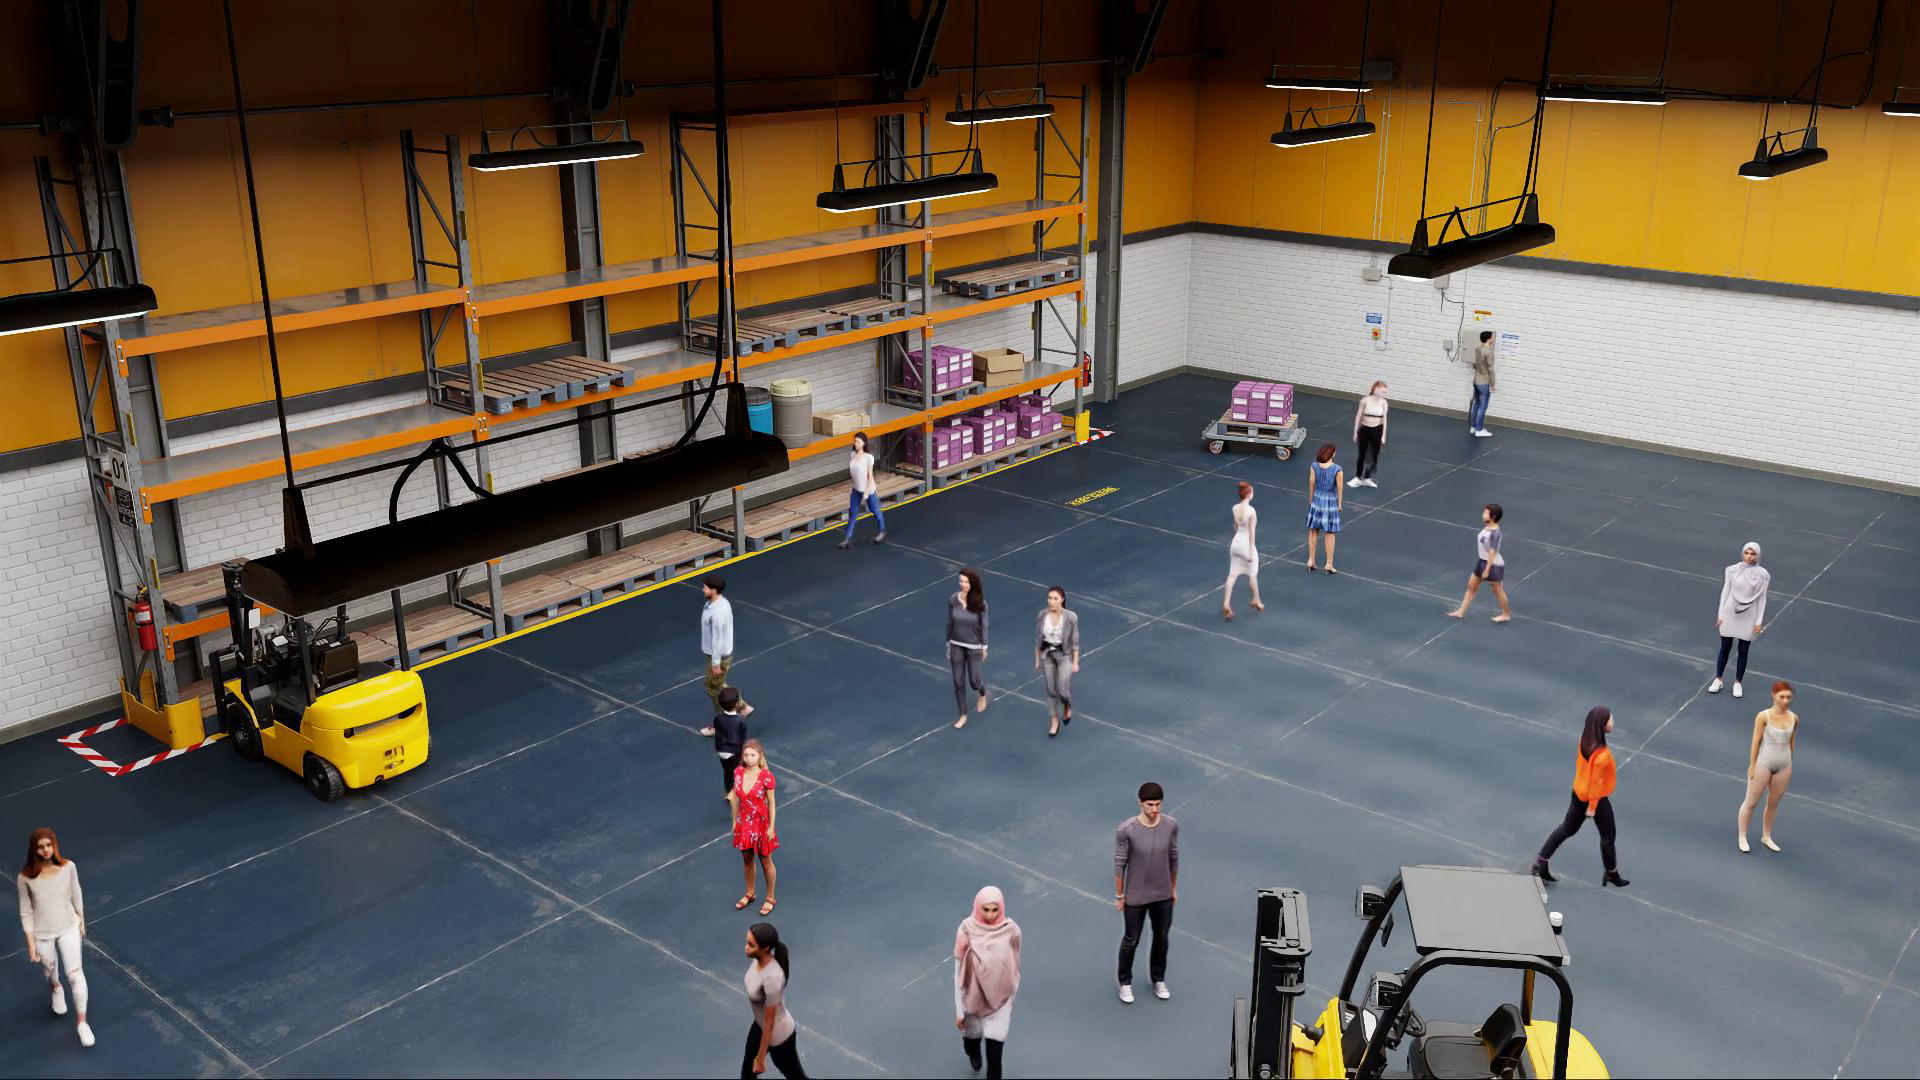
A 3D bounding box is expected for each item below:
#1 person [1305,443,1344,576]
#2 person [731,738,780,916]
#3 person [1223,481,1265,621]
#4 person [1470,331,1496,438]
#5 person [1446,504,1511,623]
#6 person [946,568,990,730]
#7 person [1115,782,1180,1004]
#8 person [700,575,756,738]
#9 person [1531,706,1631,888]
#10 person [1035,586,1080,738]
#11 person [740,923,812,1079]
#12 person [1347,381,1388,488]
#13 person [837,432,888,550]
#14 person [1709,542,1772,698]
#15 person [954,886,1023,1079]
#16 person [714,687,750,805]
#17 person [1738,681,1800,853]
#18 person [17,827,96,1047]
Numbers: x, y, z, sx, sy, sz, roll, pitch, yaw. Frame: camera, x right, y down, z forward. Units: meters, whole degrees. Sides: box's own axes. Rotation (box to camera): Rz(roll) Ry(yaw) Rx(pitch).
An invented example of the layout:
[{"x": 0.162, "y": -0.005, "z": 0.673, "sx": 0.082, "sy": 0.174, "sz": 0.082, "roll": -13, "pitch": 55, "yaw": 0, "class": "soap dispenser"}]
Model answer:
[{"x": 4.900, "y": -0.432, "z": 22.338, "sx": 0.675, "sy": 1.805, "sz": 0.580, "roll": 13, "pitch": 23, "yaw": 34, "class": "person"}, {"x": -1.741, "y": 2.426, "z": 14.187, "sx": 0.628, "sy": 1.591, "sz": 0.618, "roll": 9, "pitch": 20, "yaw": 24, "class": "person"}, {"x": 3.442, "y": 0.156, "z": 20.655, "sx": 0.962, "sy": 1.766, "sz": 0.740, "roll": -12, "pitch": 22, "yaw": -32, "class": "person"}, {"x": 9.139, "y": -2.743, "z": 29.107, "sx": 0.840, "sy": 1.866, "sz": 0.797, "roll": -3, "pitch": 19, "yaw": -8, "class": "person"}, {"x": 6.616, "y": 0.320, "z": 20.562, "sx": 1.030, "sy": 1.514, "sz": 1.016, "roll": 0, "pitch": 19, "yaw": 0, "class": "person"}, {"x": 0.093, "y": 1.123, "z": 17.799, "sx": 0.780, "sy": 1.755, "sz": 0.900, "roll": 6, "pitch": 19, "yaw": 17, "class": "person"}, {"x": 1.459, "y": 2.715, "z": 12.927, "sx": 0.690, "sy": 1.849, "sz": 0.796, "roll": -5, "pitch": 19, "yaw": -14, "class": "person"}, {"x": -2.454, "y": 1.216, "z": 17.452, "sx": 0.988, "sy": 1.801, "sz": 0.931, "roll": -1, "pitch": 19, "yaw": -2, "class": "person"}, {"x": 5.394, "y": 2.263, "z": 14.484, "sx": 1.120, "sy": 1.711, "sz": 1.098, "roll": 0, "pitch": 19, "yaw": 0, "class": "person"}, {"x": 1.056, "y": 1.255, "z": 17.548, "sx": 0.713, "sy": 1.667, "sz": 0.737, "roll": 8, "pitch": 20, "yaw": 23, "class": "person"}, {"x": -1.167, "y": 3.356, "z": 11.265, "sx": 1.227, "sy": 1.694, "sz": 0.985, "roll": -7, "pitch": 20, "yaw": -19, "class": "person"}, {"x": 6.405, "y": -1.660, "z": 26.110, "sx": 0.766, "sy": 1.725, "sz": 0.767, "roll": 7, "pitch": 20, "yaw": 20, "class": "person"}, {"x": -1.280, "y": -0.676, "z": 23.334, "sx": 0.630, "sy": 1.634, "sz": 1.129, "roll": 14, "pitch": 23, "yaw": 36, "class": "person"}, {"x": 8.691, "y": 0.869, "z": 18.525, "sx": 0.640, "sy": 1.775, "sz": 0.575, "roll": 11, "pitch": 22, "yaw": 30, "class": "person"}, {"x": 0.163, "y": 3.193, "z": 11.613, "sx": 1.036, "sy": 1.781, "sz": 1.114, "roll": -1, "pitch": 19, "yaw": -4, "class": "person"}, {"x": -2.219, "y": 2.013, "z": 16.002, "sx": 0.641, "sy": 1.216, "sz": 0.735, "roll": 5, "pitch": 19, "yaw": 14, "class": "person"}, {"x": 7.398, "y": 2.060, "z": 15.193, "sx": 0.610, "sy": 1.644, "sz": 0.662, "roll": -1, "pitch": 19, "yaw": -3, "class": "person"}, {"x": -6.870, "y": 2.925, "z": 12.566, "sx": 1.121, "sy": 1.681, "sz": 0.864, "roll": -12, "pitch": 22, "yaw": -32, "class": "person"}]
